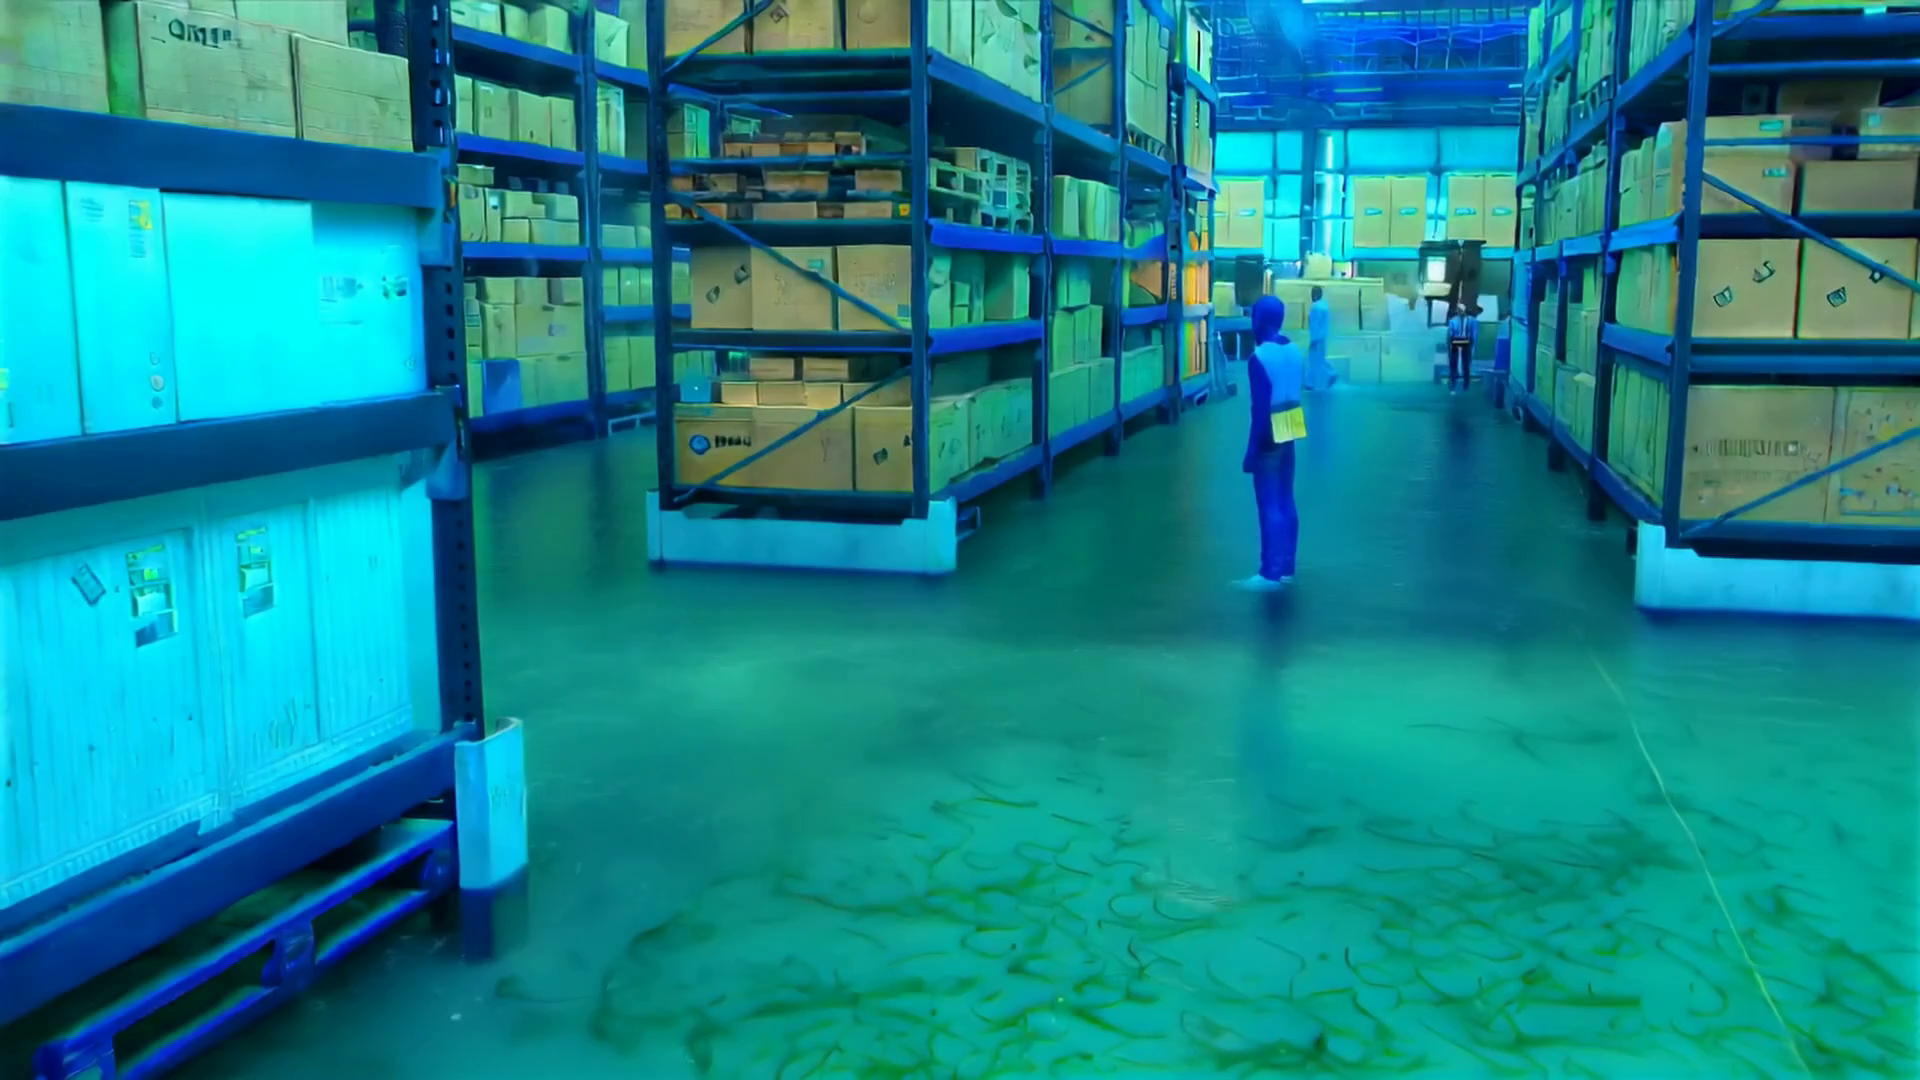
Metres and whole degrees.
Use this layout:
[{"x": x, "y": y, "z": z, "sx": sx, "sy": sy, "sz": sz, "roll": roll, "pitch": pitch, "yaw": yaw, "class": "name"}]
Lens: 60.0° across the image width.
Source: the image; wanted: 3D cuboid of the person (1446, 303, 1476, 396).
[{"x": 8.713, "y": -3.317, "z": 28.882, "sx": 0.524, "sy": 1.606, "sz": 0.829, "roll": 5, "pitch": 10, "yaw": 28, "class": "person"}]

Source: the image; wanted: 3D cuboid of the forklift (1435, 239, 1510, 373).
[{"x": 10.790, "y": -4.944, "z": 35.185, "sx": 1.873, "sy": 2.768, "sz": 1.129, "roll": 2, "pitch": 9, "yaw": 15, "class": "forklift"}]

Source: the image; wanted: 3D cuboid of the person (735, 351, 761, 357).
[{"x": -2.885, "y": -2.496, "z": 22.524, "sx": 0.366, "sy": 1.967, "sz": 0.603, "roll": -5, "pitch": 10, "yaw": -29, "class": "person"}]

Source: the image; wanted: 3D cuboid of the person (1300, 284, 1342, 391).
[{"x": 6.453, "y": -3.602, "z": 29.710, "sx": 0.716, "sy": 1.917, "sz": 0.636, "roll": 4, "pitch": 10, "yaw": 23, "class": "person"}]

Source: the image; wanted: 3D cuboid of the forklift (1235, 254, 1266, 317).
[{"x": 9.764, "y": -8.224, "z": 56.022, "sx": 1.129, "sy": 2.768, "sz": 1.873, "roll": 5, "pitch": 10, "yaw": 27, "class": "forklift"}]

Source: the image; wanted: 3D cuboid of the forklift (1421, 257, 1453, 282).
[{"x": 12.635, "y": -6.339, "z": 44.048, "sx": 1.129, "sy": 2.768, "sz": 1.873, "roll": 2, "pitch": 9, "yaw": 15, "class": "forklift"}]

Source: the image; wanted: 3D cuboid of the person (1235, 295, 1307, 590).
[{"x": 2.038, "y": -0.626, "z": 10.813, "sx": 0.393, "sy": 1.913, "sz": 0.590, "roll": 7, "pitch": 11, "yaw": 36, "class": "person"}]
